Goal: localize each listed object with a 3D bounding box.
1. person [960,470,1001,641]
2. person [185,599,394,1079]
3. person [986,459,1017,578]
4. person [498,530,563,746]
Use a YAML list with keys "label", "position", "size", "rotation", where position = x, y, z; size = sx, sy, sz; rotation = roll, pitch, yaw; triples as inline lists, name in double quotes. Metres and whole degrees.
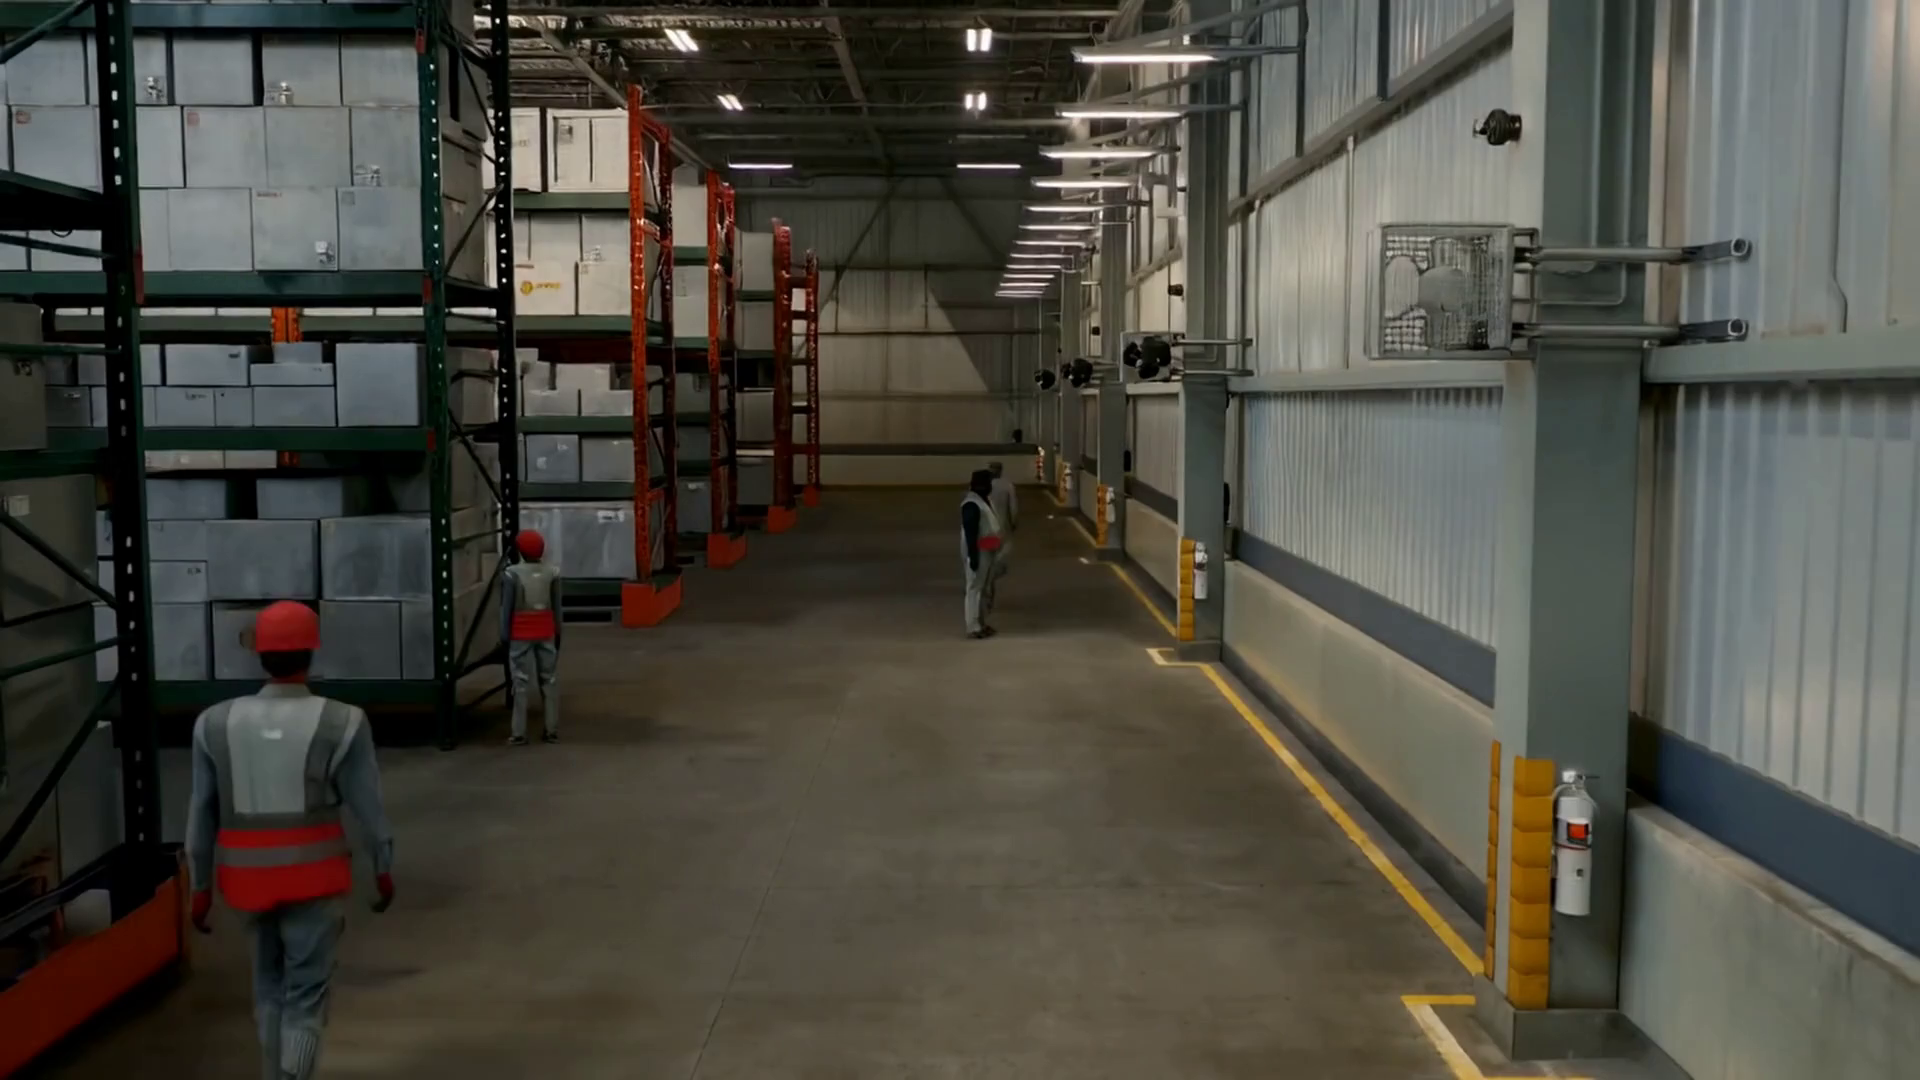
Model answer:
- label: "person"
  position: [0.228, 0.164, 17.995]
  size: [0.429, 1.844, 0.624]
  rotation: [1, 5, 15]
- label: "person"
  position: [-2.338, 1.163, 5.914]
  size: [0.653, 1.910, 0.864]
  rotation: [0, 5, -2]
- label: "person"
  position: [0.531, -0.306, 24.022]
  size: [0.583, 1.739, 0.443]
  rotation: [2, 5, 18]
- label: "person"
  position: [-3.229, 0.735, 12.555]
  size: [0.525, 1.632, 0.313]
  rotation: [-4, 7, -41]
